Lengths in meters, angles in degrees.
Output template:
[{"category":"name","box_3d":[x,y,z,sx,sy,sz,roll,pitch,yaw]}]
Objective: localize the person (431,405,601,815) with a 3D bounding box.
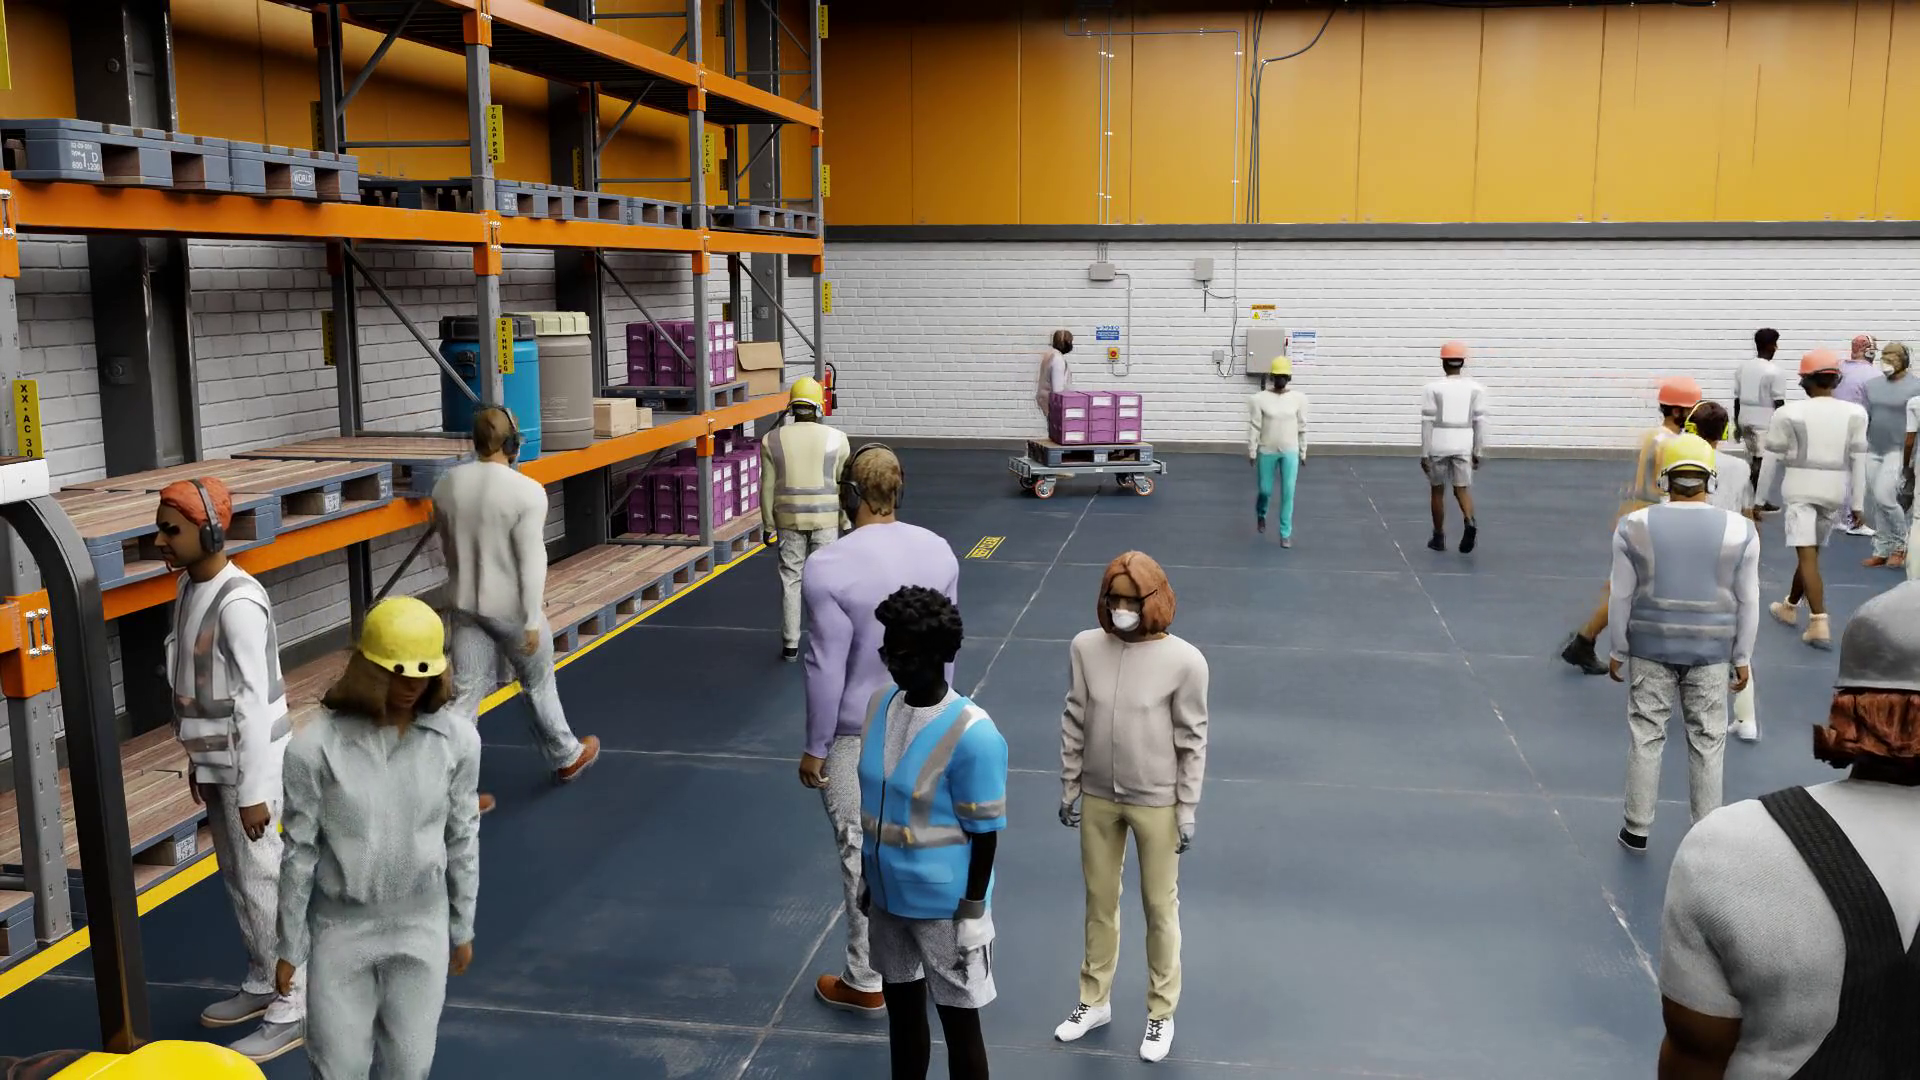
[{"category":"person","box_3d":[-2.118,0.311,7.796,0.637,1.884,0.997,3,10,20]}]

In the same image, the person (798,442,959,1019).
[{"category":"person","box_3d":[-0.278,0.637,5.629,0.636,1.938,0.354,-9,13,-43]}]

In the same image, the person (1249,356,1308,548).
[{"category":"person","box_3d":[2.906,-0.822,15.246,0.529,1.750,0.642,1,9,4]}]

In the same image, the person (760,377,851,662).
[{"category":"person","box_3d":[-0.979,-0.129,10.682,0.599,1.830,0.403,0,9,-3]}]

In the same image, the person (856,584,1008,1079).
[{"category":"person","box_3d":[-0.098,0.950,4.456,0.319,1.694,0.532,-8,12,-41]}]

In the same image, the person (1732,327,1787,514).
[{"category":"person","box_3d":[8.082,-1.196,16.912,0.844,1.943,0.613,-3,10,-17]}]

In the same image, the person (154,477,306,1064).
[{"category":"person","box_3d":[-2.324,0.727,5.314,0.369,1.873,0.593,-7,12,-37]}]

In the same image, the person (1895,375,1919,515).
[{"category":"person","box_3d":[8.838,-0.844,15.068,1.011,1.838,0.630,0,9,-3]}]

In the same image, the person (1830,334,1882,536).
[{"category":"person","box_3d":[8.533,-0.999,15.828,0.404,1.904,0.652,-2,10,-15]}]

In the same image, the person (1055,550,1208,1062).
[{"category":"person","box_3d":[0.543,0.839,5.329,0.497,1.632,0.289,5,11,30]}]

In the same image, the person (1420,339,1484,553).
[{"category":"person","box_3d":[4.344,-0.807,14.646,0.550,1.913,0.761,0,9,-1]}]

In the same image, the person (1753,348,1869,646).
[{"category":"person","box_3d":[5.788,-0.310,11.338,0.632,1.986,1.075,1,9,5]}]

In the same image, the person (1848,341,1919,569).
[{"category":"person","box_3d":[7.756,-0.696,13.917,0.438,1.925,0.645,-2,9,-13]}]

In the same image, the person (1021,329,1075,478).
[{"category":"person","box_3d":[1.059,-1.615,19.913,0.622,1.816,0.669,-1,9,-5]}]

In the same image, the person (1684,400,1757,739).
[{"category":"person","box_3d":[4.118,0.147,9.122,0.533,1.801,0.967,-1,9,-8]}]

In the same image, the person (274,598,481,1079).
[{"category":"person","box_3d":[-1.458,0.974,4.200,0.522,1.712,0.478,-6,11,-31]}]

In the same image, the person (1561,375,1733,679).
[{"category":"person","box_3d":[4.245,-0.077,10.202,0.995,1.888,0.548,3,10,18]}]

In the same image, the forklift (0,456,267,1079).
[{"category":"forklift","box_3d":[-2.328,0.975,2.765,2.313,2.155,1.214,1,9,9]}]

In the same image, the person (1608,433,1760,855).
[{"category":"person","box_3d":[3.064,0.459,7.081,0.586,1.825,0.403,3,10,20]}]

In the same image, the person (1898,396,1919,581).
[{"category":"person","box_3d":[7.534,-0.494,12.815,0.518,1.874,0.327,6,11,33]}]
